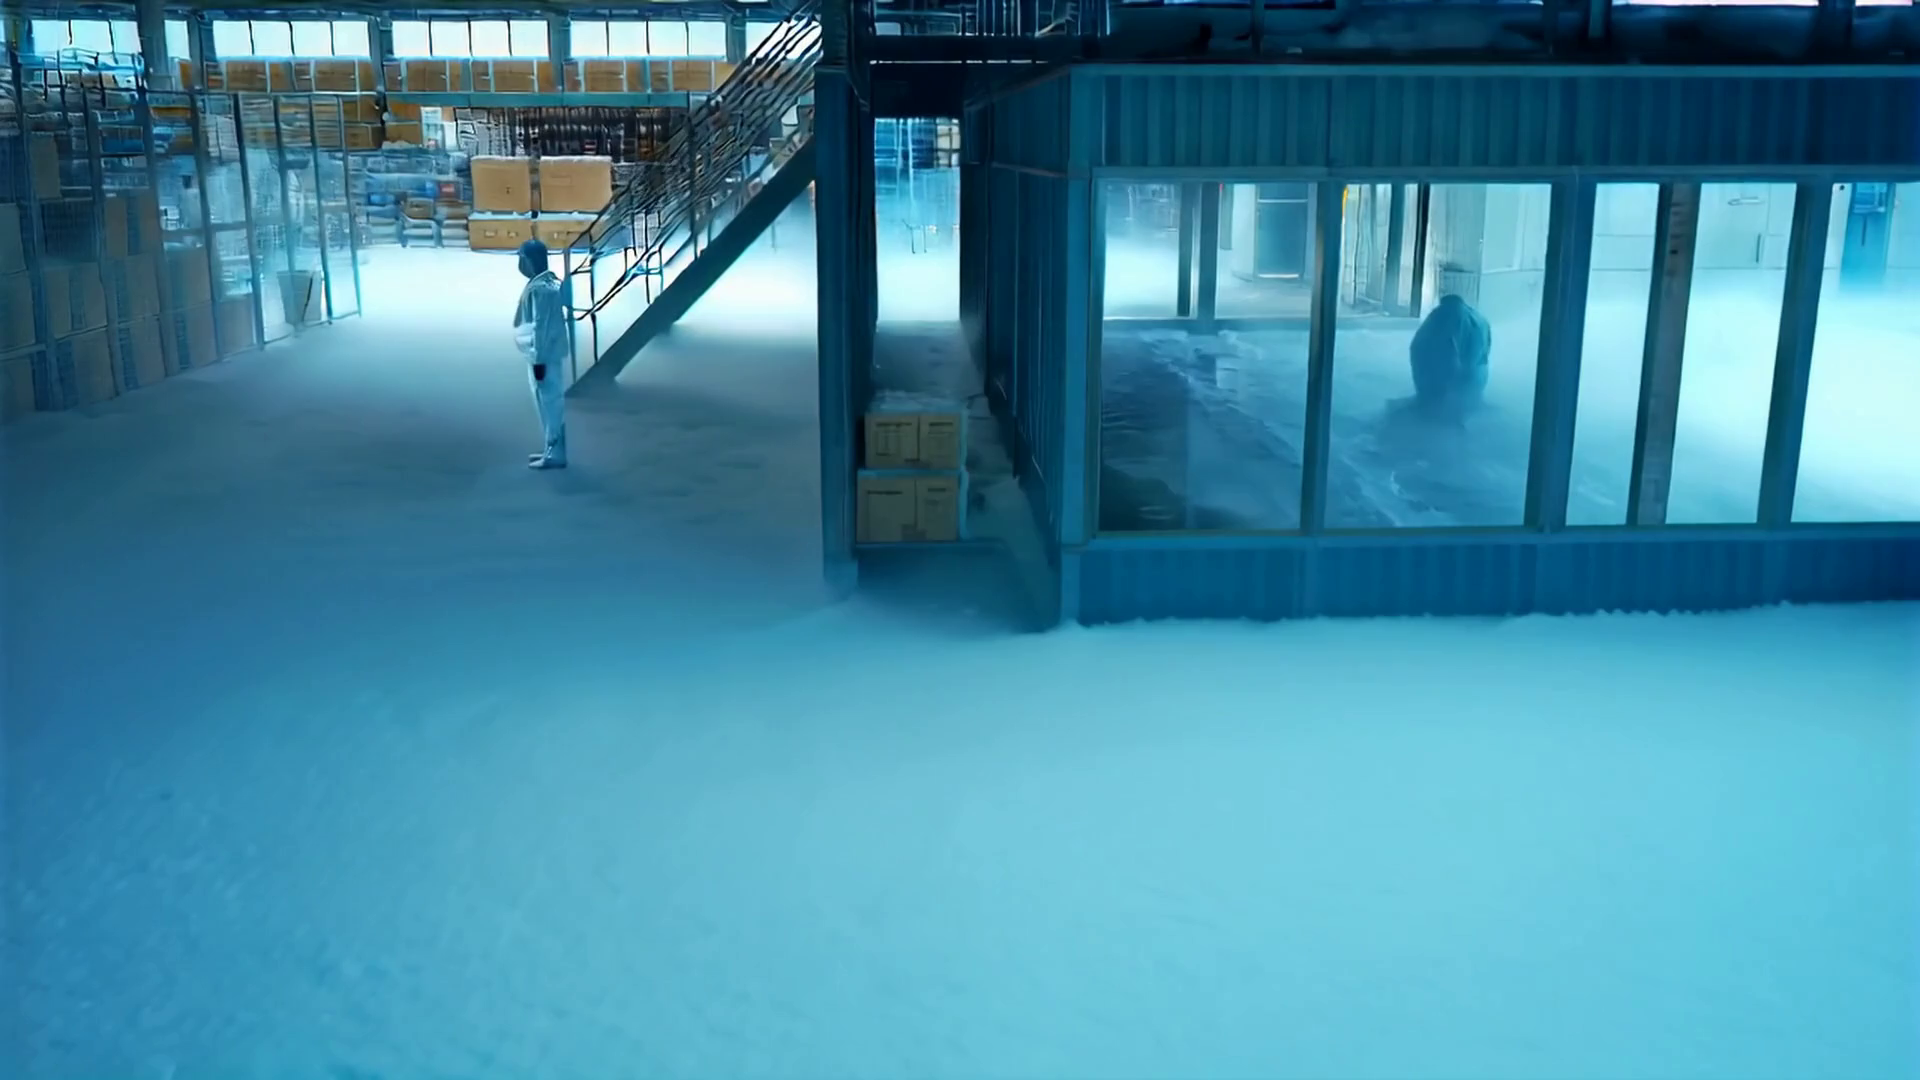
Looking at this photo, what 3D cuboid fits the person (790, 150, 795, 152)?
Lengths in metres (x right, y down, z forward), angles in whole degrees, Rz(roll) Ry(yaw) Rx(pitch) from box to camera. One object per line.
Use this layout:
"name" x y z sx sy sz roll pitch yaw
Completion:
"person" -7.434 -16.450 73.320 0.941 1.788 0.601 0 14 -2

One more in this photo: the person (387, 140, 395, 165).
"person" -28.042 -18.757 82.148 0.633 1.981 0.437 11 18 38

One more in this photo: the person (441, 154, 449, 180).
"person" -17.153 -12.011 55.595 0.305 1.772 0.525 -2 14 -10

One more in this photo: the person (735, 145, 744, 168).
"person" -9.798 -16.837 74.629 0.575 1.885 0.687 2 14 10

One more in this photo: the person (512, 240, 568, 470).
"person" -3.370 -1.482 13.393 0.430 1.836 0.619 -3 14 -14

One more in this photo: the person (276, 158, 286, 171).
"person" -23.970 -12.847 59.104 0.545 1.674 0.501 0 14 -1

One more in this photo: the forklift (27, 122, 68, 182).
"forklift" -35.376 -14.773 64.377 1.129 2.768 1.873 -1 14 -2

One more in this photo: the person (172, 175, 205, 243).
"person" -14.332 -5.848 30.853 0.969 1.817 0.541 9 17 32
